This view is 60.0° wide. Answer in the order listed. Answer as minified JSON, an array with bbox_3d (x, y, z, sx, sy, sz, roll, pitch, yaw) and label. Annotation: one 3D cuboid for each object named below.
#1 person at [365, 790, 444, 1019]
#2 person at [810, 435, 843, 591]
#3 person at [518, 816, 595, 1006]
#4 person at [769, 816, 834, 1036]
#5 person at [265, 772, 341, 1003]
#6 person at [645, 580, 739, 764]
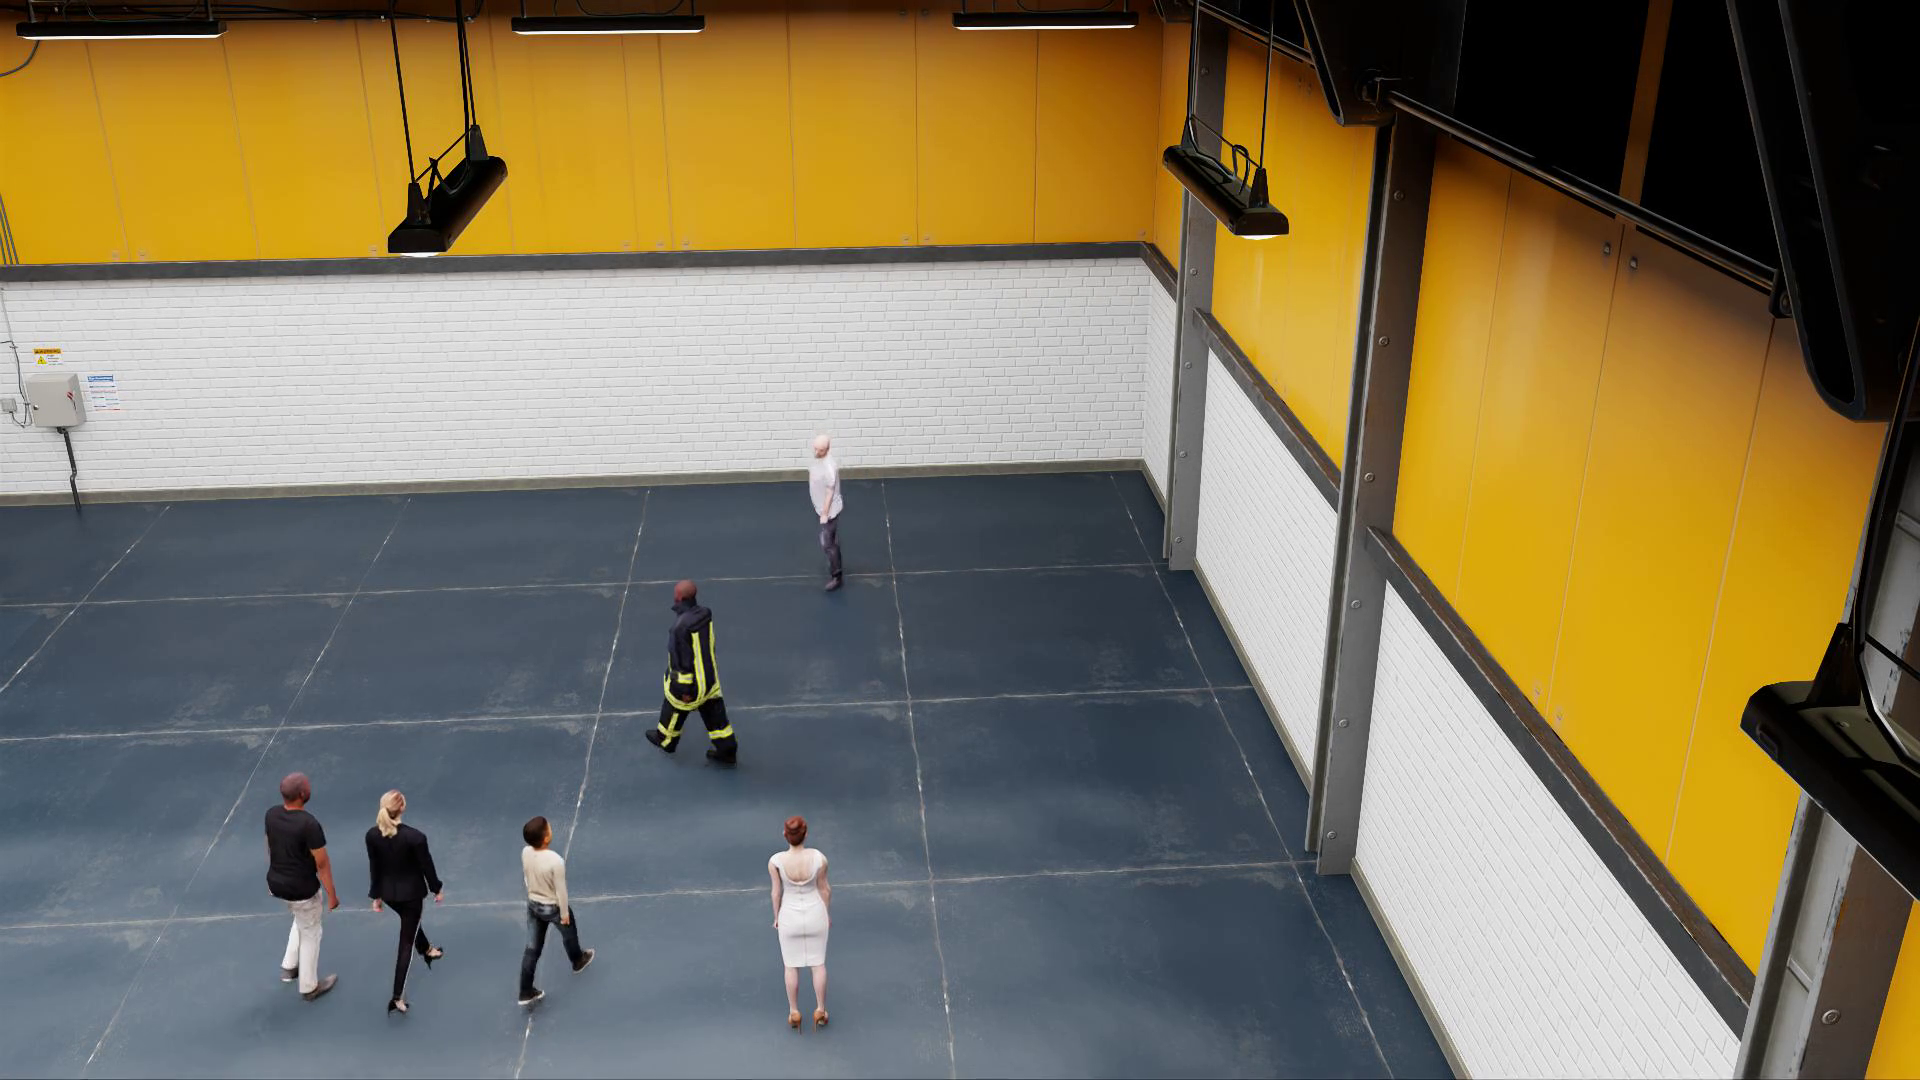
[{"bbox_3d":[-3.989,2.610,11.830,0.821,1.663,1.144,4,24,10],"label":"person"},{"bbox_3d":[-1.444,-0.375,18.472,0.968,1.813,0.582,-1,24,-2],"label":"person"},{"bbox_3d":[-3.020,2.680,11.953,0.853,1.437,1.066,10,25,21],"label":"person"},{"bbox_3d":[-1.100,2.661,11.553,0.567,1.792,0.466,-1,24,-3],"label":"person"},{"bbox_3d":[-4.779,2.528,11.865,0.801,1.785,0.839,12,26,25],"label":"person"},{"bbox_3d":[-2.307,1.212,14.879,1.198,1.783,1.251,12,26,25],"label":"person"}]
